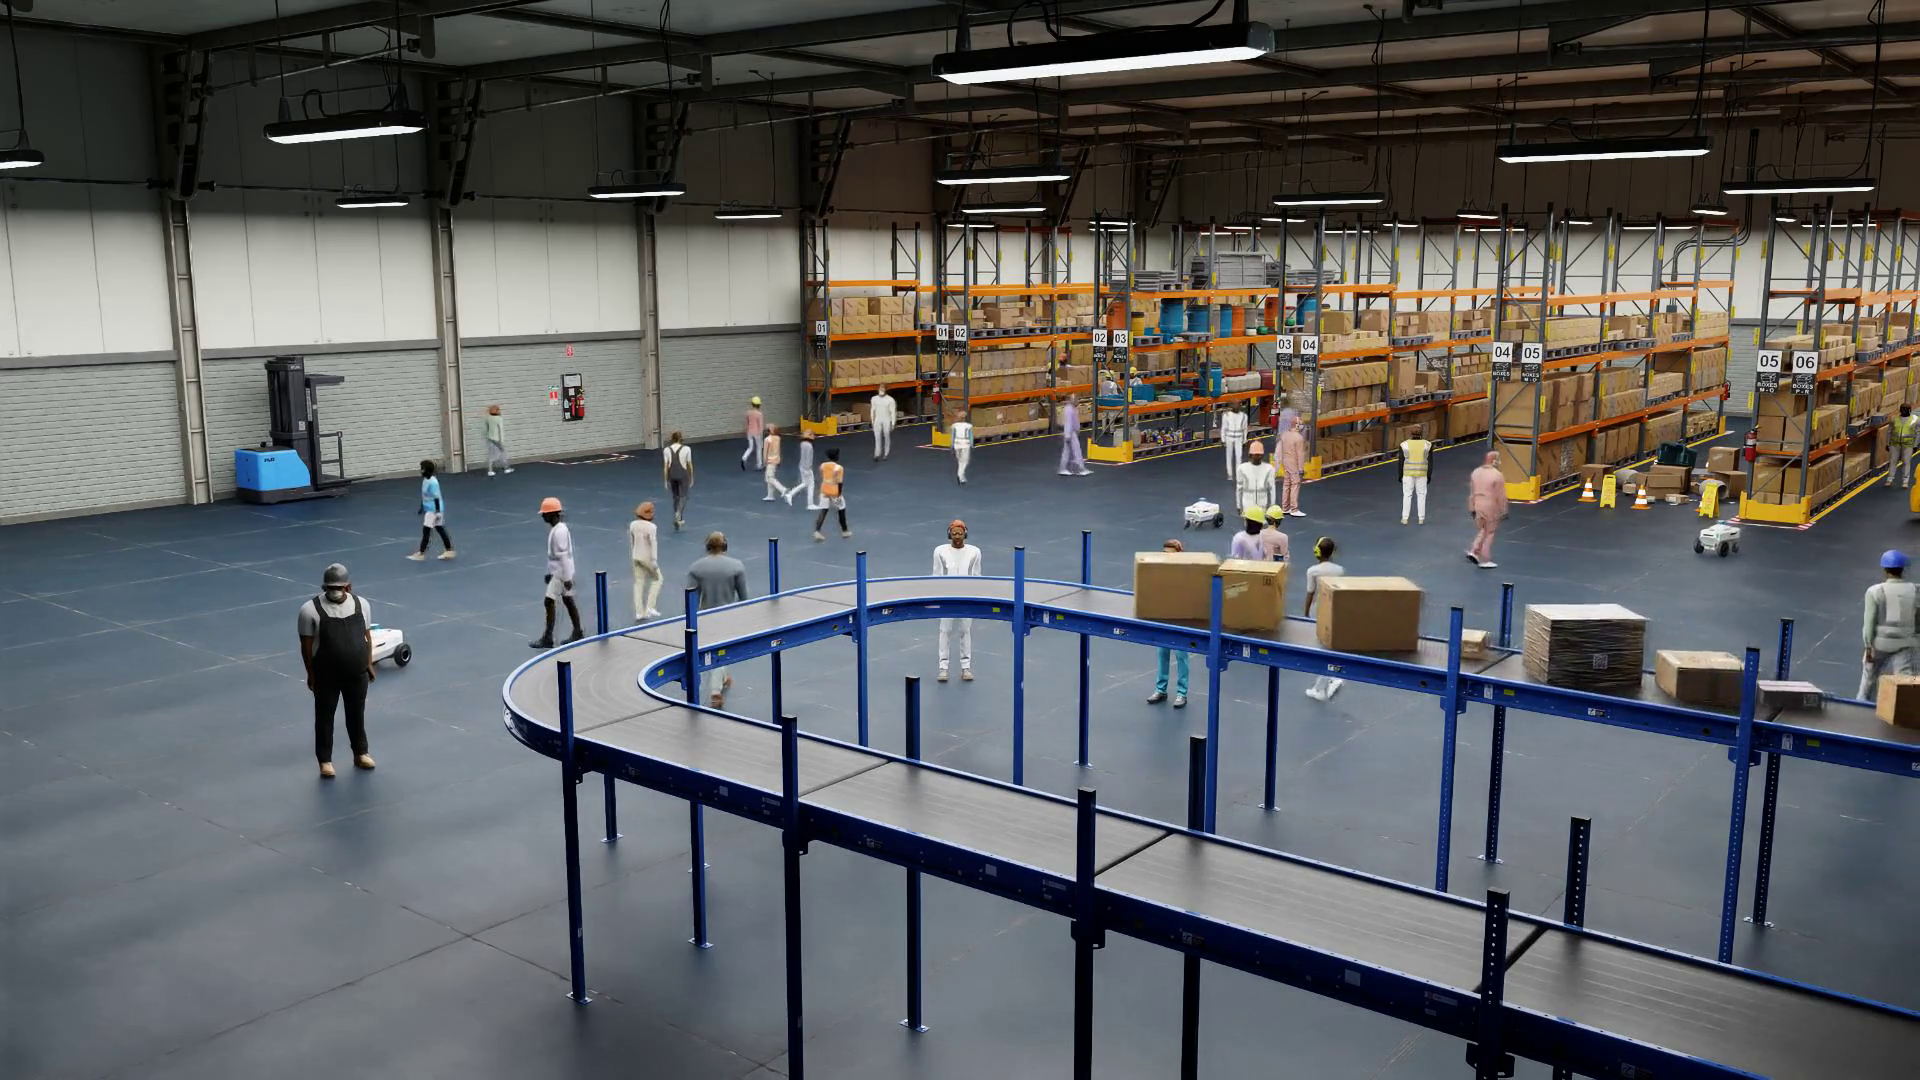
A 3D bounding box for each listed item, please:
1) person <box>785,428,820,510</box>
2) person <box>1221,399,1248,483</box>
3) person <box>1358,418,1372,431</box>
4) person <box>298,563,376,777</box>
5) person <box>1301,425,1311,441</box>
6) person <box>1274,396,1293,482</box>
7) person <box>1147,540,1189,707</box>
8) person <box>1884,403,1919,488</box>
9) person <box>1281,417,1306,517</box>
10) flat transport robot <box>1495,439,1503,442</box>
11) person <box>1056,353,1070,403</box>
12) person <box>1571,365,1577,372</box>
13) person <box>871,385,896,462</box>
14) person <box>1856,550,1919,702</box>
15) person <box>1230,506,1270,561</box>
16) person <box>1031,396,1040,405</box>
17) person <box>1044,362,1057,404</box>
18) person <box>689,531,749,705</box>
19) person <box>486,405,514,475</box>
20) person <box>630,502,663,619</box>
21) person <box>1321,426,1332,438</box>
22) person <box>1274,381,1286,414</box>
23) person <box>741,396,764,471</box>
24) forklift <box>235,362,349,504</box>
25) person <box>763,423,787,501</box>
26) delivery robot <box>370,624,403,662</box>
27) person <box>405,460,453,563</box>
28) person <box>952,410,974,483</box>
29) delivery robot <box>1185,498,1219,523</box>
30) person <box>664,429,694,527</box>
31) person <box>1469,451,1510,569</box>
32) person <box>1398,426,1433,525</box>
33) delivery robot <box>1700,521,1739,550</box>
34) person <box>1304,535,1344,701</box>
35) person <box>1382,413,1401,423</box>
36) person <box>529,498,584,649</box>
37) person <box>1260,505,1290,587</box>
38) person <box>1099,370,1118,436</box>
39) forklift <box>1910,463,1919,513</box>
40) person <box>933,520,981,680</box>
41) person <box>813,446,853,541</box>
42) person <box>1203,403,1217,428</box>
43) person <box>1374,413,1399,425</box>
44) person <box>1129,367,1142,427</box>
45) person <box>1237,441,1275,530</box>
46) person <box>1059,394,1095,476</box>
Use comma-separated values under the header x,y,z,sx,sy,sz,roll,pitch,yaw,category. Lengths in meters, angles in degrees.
x,y,z,sx,sy,sz,roll,pitch,yaw,category
-3.110,-1.395,30.802,0.592,1.616,0.498,-4,11,-23,person
6.082,-2.196,34.670,0.580,1.830,0.985,1,10,6,person
11.031,-3.635,42.498,0.588,1.927,0.366,8,13,36,person
-5.888,1.232,14.908,0.673,2.000,0.536,-9,13,-41,person
9.200,-3.477,41.421,0.611,1.996,0.375,-4,11,-23,person
7.062,-2.215,34.586,0.887,1.897,0.642,1,10,5,person
2.347,0.899,17.216,0.571,1.842,0.382,8,13,36,person
20.365,-2.051,33.827,0.634,1.842,0.429,9,13,40,person
6.434,-1.414,30.058,0.407,1.906,0.655,-4,11,-21,person
15.145,-2.767,42.394,1.431,0.197,0.652,-2,10,-12,flat transport robot
3.183,-4.862,49.116,0.649,2.029,0.429,4,11,23,person
18.149,-4.316,46.417,0.619,1.895,0.613,3,10,15,person
-1.888,-2.860,38.271,0.646,1.878,1.041,2,10,10,person
9.676,1.051,16.245,0.608,1.899,1.021,2,10,11,person
3.646,0.506,19.381,1.004,1.865,0.588,7,12,36,person
2.414,-4.900,49.586,0.546,1.939,0.375,8,13,38,person
2.742,-4.481,47.514,0.404,1.837,0.587,-8,13,-39,person
-2.687,0.850,17.388,0.638,1.897,1.007,2,10,11,person
-10.595,-2.302,35.907,0.526,1.599,0.775,4,11,22,person
-4.278,0.273,21.360,0.523,1.609,0.468,7,12,35,person
9.608,-3.395,41.160,0.546,1.929,0.378,-2,10,-12,person
8.468,-3.290,41.014,0.524,1.769,0.308,7,12,35,person
-4.815,-2.462,36.406,0.525,1.755,0.607,6,12,32,person
-13.803,-2.244,32.110,1.129,2.768,1.873,8,13,37,forklift
-3.778,-1.574,31.758,0.551,1.618,0.520,4,11,24,person
-7.007,1.248,18.736,0.477,0.478,0.707,3,10,15,delivery robot
-8.663,-0.464,25.408,0.841,1.661,0.552,-5,11,-26,person
0.029,-2.027,34.331,0.522,1.616,0.650,5,11,24,person
4.448,-0.530,28.740,0.477,0.478,0.707,9,14,42,delivery robot
-5.166,-1.115,28.637,0.540,1.822,0.695,1,10,6,person
8.438,-0.485,24.921,0.427,1.880,0.641,-4,11,-23,person
8.462,-1.211,29.102,0.627,1.844,0.429,2,10,11,person
12.737,-0.083,26.224,0.707,0.478,0.477,-7,12,-35,delivery robot
4.033,0.886,17.266,0.526,1.852,0.565,-6,11,-29,person
12.827,-4.234,46.021,0.974,1.894,0.544,-4,11,-23,person
-5.153,0.419,19.726,0.823,1.905,0.571,-3,10,-16,person
3.997,0.432,20.063,0.534,1.767,0.320,10,14,43,person
4.196,-3.836,43.893,0.586,1.835,0.403,9,13,41,person
19.034,-1.348,28.998,2.313,2.155,1.214,8,13,37,forklift
-0.037,0.698,18.234,0.573,1.883,0.354,-1,10,-6,person
-2.250,-0.821,27.419,0.528,1.655,0.864,6,12,32,person
7.434,-4.250,46.155,0.515,1.861,0.329,4,11,23,person
12.886,-4.419,46.975,0.601,1.914,0.923,10,14,43,person
5.001,-4.102,45.396,0.404,1.830,0.602,-8,13,-40,person
4.769,-0.620,25.303,0.614,2.018,0.915,0,10,2,person
2.679,-2.388,35.617,0.905,1.868,0.679,1,10,6,person
